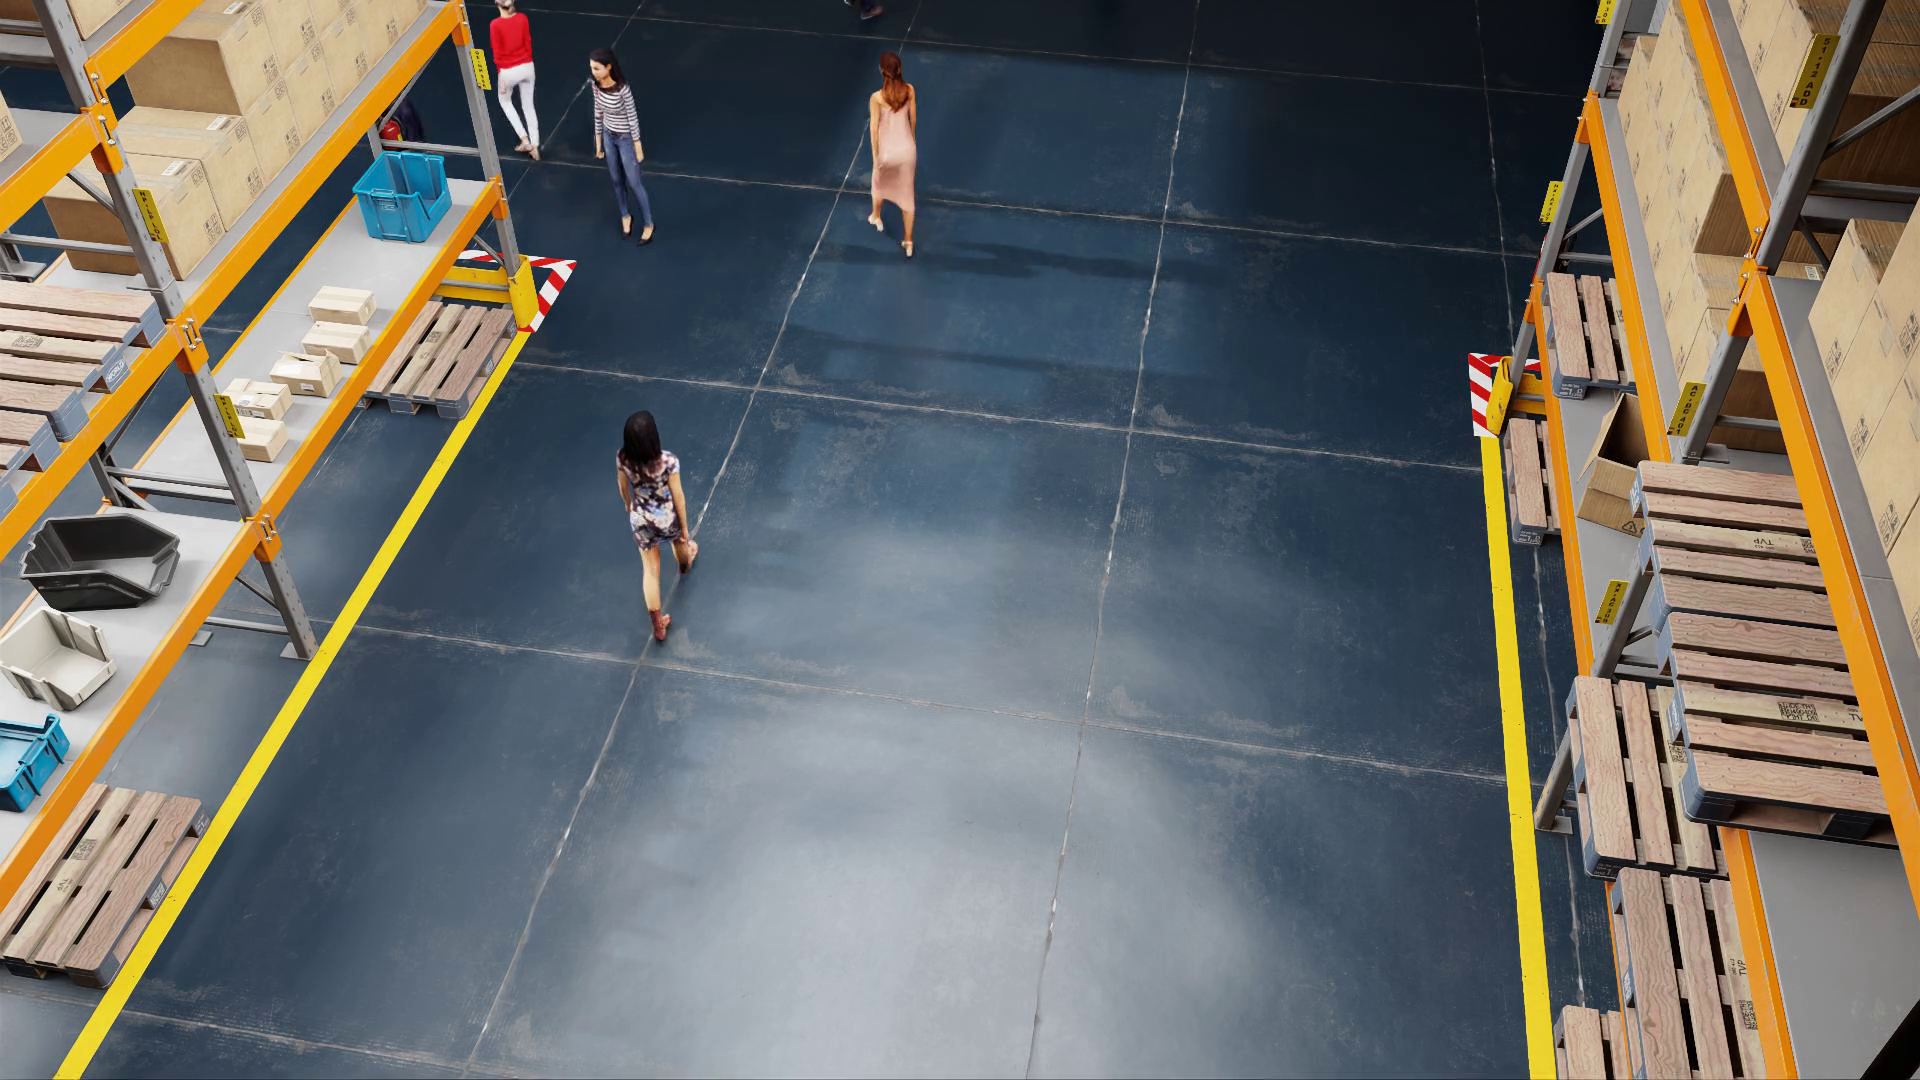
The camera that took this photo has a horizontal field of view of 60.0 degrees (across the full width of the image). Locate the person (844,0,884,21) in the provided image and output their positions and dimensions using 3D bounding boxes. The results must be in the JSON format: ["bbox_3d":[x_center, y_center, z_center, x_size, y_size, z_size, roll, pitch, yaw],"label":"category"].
[{"bbox_3d":[-1.083,-6.290,17.299,0.940,1.837,0.905,-33,53,-30],"label":"person"}]

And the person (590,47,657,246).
[{"bbox_3d":[-2.907,-3.427,14.334,0.674,1.781,0.659,22,48,21],"label":"person"}]

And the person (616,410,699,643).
[{"bbox_3d":[-2.007,-0.063,10.875,0.668,1.682,1.131,4,44,4],"label":"person"}]

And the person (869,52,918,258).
[{"bbox_3d":[-0.506,-3.221,14.101,0.872,1.805,1.011,-13,45,-13],"label":"person"}]

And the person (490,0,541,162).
[{"bbox_3d":[-4.022,-4.239,15.255,0.692,1.686,0.760,-30,51,-28],"label":"person"}]
